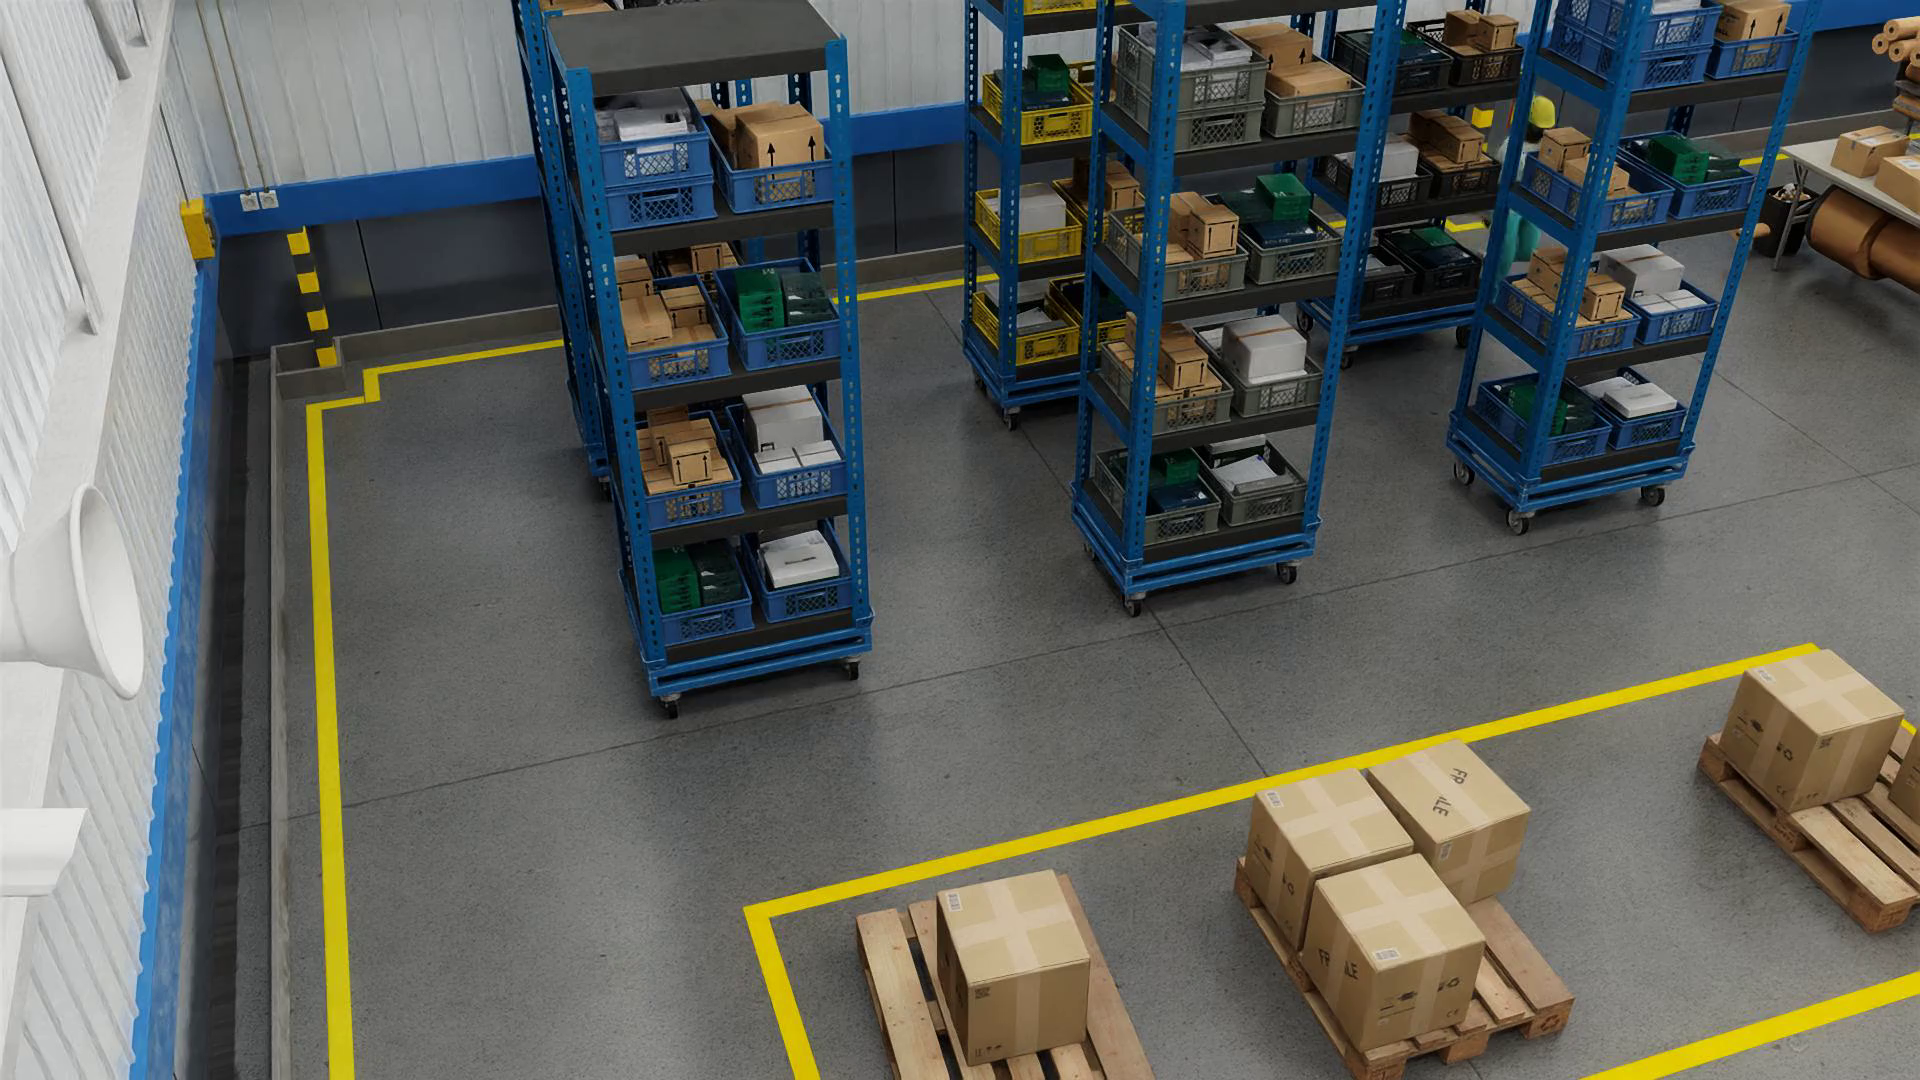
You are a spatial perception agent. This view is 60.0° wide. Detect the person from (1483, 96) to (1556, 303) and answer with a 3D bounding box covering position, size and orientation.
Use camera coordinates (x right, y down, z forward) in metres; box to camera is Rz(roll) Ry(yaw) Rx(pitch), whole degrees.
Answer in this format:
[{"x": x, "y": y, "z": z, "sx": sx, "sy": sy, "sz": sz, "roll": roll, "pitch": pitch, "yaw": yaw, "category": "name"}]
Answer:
[{"x": 4.092, "y": -2.472, "z": 12.269, "sx": 0.528, "sy": 1.745, "sz": 0.567, "roll": -9, "pitch": 36, "yaw": -13, "category": "person"}]
